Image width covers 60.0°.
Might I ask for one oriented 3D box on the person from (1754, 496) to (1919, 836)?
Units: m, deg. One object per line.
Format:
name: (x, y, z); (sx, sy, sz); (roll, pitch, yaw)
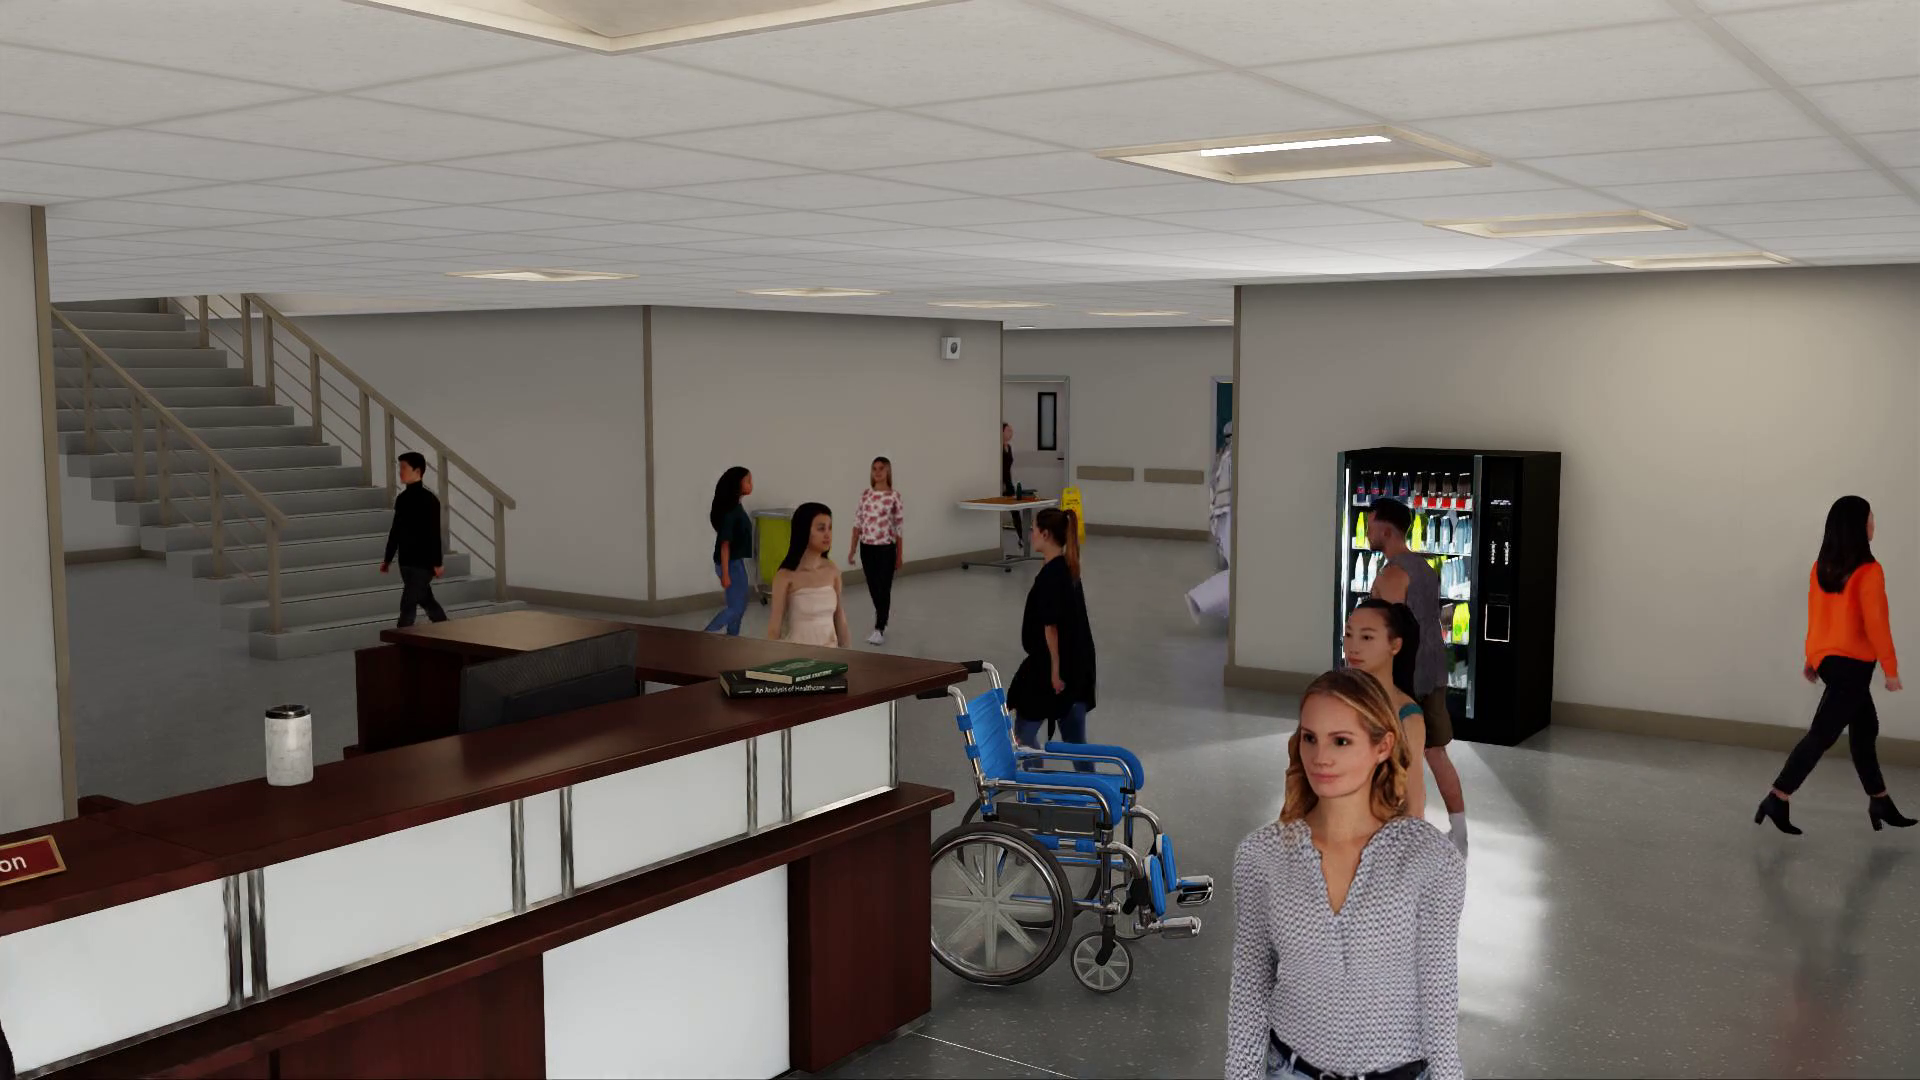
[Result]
person: (4.326, 0.671, 8.283); (1.192, 1.702, 1.047); (0, 6, -2)

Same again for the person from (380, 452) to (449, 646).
person: (-4.316, 0.163, 13.408); (1.078, 1.686, 0.820); (5, 8, 43)

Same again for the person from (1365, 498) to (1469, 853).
person: (2.260, 0.719, 8.211); (0.727, 1.789, 0.921); (-5, 7, -39)

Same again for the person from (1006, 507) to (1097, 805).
person: (0.593, 0.683, 8.385); (0.764, 1.658, 0.710); (3, 6, 26)

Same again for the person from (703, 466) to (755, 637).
person: (-1.898, 0.223, 13.228); (0.888, 1.602, 0.819); (-1, 6, -7)

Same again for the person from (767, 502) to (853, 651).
person: (-0.813, 0.691, 8.183); (1.073, 1.680, 0.659); (5, 8, 42)

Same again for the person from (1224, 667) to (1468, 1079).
person: (0.794, 1.129, 3.316); (0.562, 1.785, 0.680); (3, 7, 31)

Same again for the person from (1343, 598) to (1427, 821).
person: (1.296, 1.024, 5.032); (0.781, 1.649, 1.011); (-5, 8, -43)

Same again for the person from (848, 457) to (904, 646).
person: (-0.693, 0.100, 14.471); (0.977, 1.599, 0.780); (2, 6, 21)
